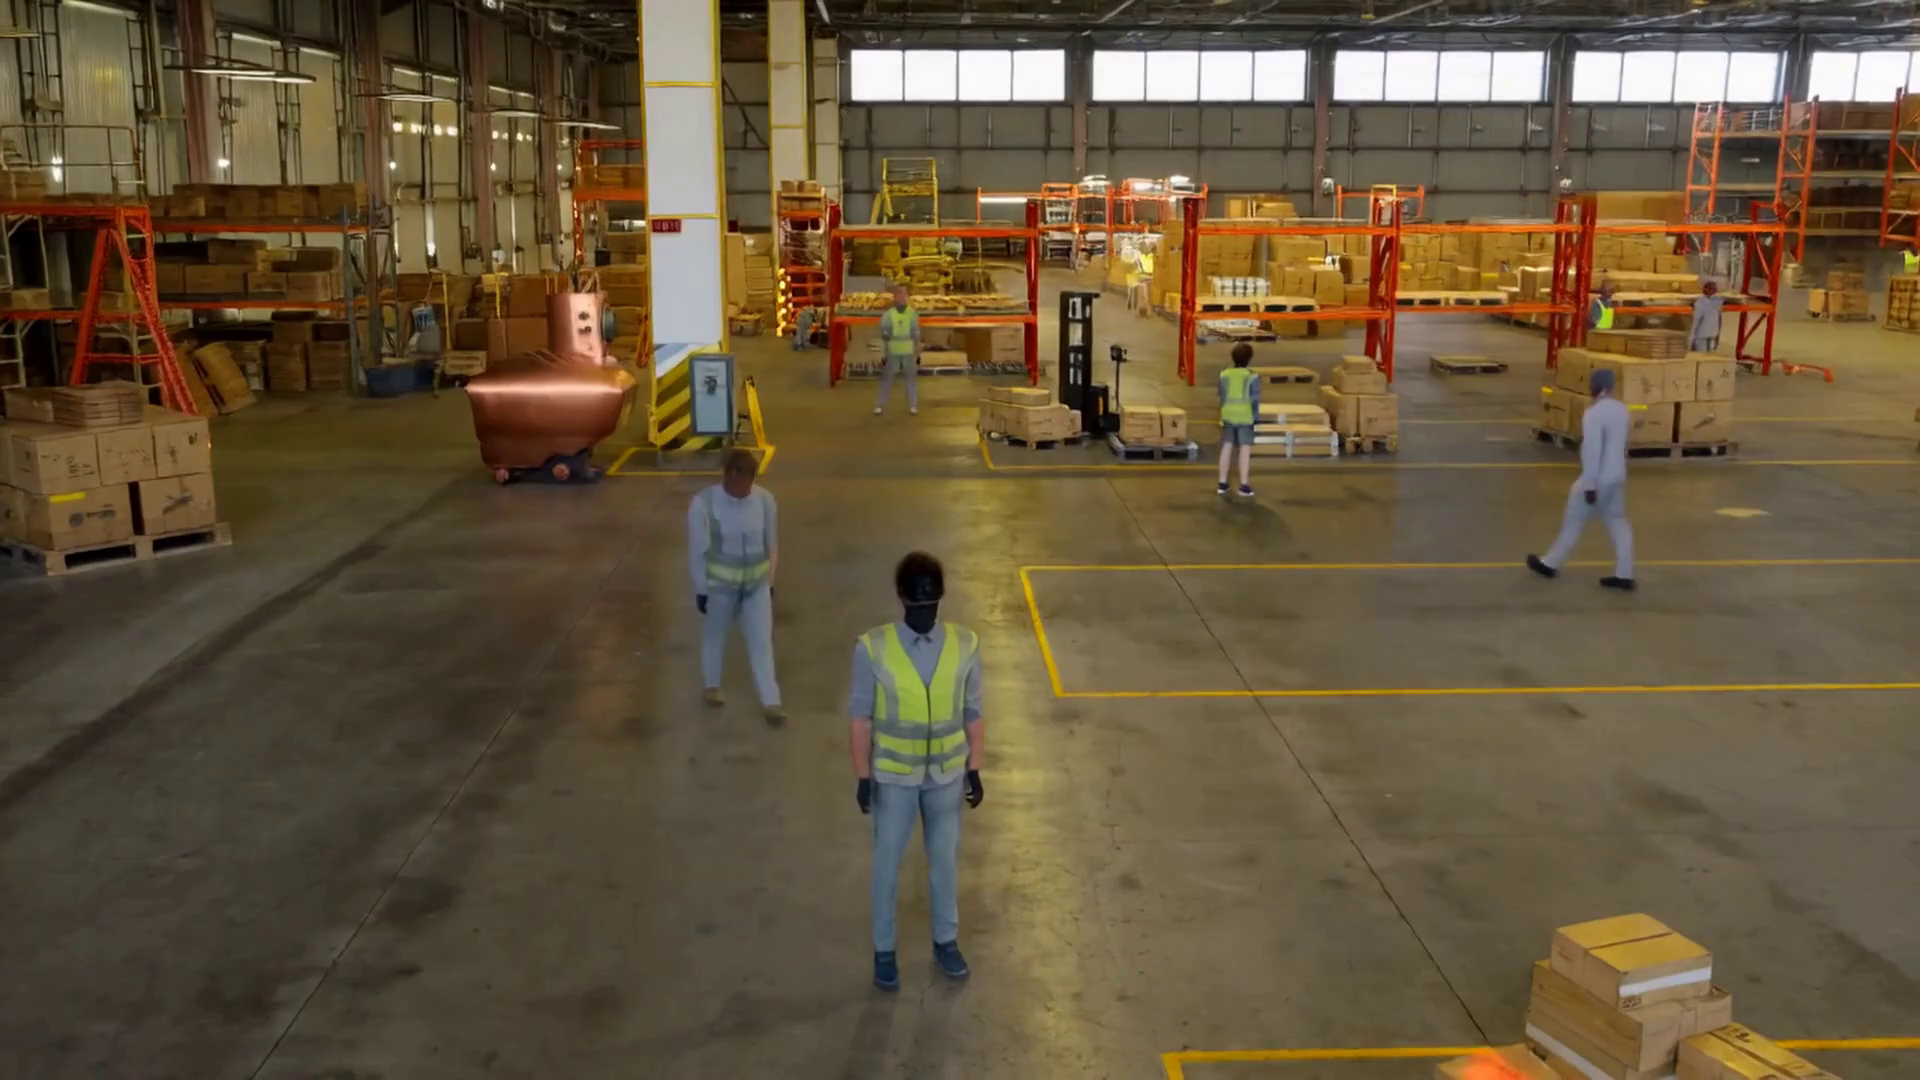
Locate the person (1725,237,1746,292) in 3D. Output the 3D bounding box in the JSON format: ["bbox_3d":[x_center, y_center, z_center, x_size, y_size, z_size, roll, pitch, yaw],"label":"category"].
[{"bbox_3d":[23.261,-8.257,49.823,0.309,1.641,0.513,-9,15,-36],"label":"person"}]

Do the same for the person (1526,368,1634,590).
[{"bbox_3d":[5.486,-0.545,14.439,0.659,1.885,1.001,-9,16,-37],"label":"person"}]

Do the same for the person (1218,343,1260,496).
[{"bbox_3d":[3.099,-1.343,18.504,0.534,1.692,0.321,11,17,42],"label":"person"}]

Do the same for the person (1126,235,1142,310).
[{"bbox_3d":[4.570,-6.948,43.237,0.547,1.938,0.377,-4,13,-18],"label":"person"}]

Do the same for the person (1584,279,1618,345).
[{"bbox_3d":[10.589,-3.346,27.240,0.534,1.811,0.832,-7,14,-28],"label":"person"}]

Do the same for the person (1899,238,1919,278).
[{"bbox_3d":[24.271,-6.774,42.566,0.598,1.895,0.720,-2,13,-10],"label":"person"}]

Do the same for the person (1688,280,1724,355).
[{"bbox_3d":[11.811,-3.177,26.382,0.513,1.865,0.329,-2,13,-7],"label":"person"}]

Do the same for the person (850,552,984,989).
[{"bbox_3d":[-0.181,1.001,7.325,0.605,1.949,0.384,-4,13,-16],"label":"person"}]

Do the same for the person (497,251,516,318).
[{"bbox_3d":[-11.177,-6.260,40.836,0.323,1.631,0.523,-10,16,-38],"label":"person"}]

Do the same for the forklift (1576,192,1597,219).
[{"bbox_3d":[22.597,-11.165,60.131,1.873,2.768,1.129,0,12,-2],"label":"forklift"}]

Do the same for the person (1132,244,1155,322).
[{"bbox_3d":[4.392,-6.189,40.012,0.584,1.855,0.884,-7,14,-28],"label":"person"}]

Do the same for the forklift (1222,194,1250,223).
[{"bbox_3d":[9.167,-10.128,55.448,1.129,2.768,1.873,-6,14,-27],"label":"forklift"}]

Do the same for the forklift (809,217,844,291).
[{"bbox_3d":[-4.375,-8.619,48.637,1.873,2.768,1.129,0,12,-2],"label":"forklift"}]

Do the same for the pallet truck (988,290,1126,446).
[{"bbox_3d":[1.257,-2.299,22.111,1.885,1.965,0.823,-9,15,-35],"label":"pallet truck"}]

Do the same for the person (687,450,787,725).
[{"bbox_3d":[-1.470,0.294,10.894,0.640,1.793,0.978,-6,14,-24],"label":"person"}]

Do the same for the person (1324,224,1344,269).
[{"bbox_3d":[11.891,-9.096,52.935,0.634,1.937,0.355,1,13,5],"label":"person"}]

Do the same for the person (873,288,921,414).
[{"bbox_3d":[-0.939,-2.798,24.645,0.738,1.887,0.519,-2,13,-11],"label":"person"}]
